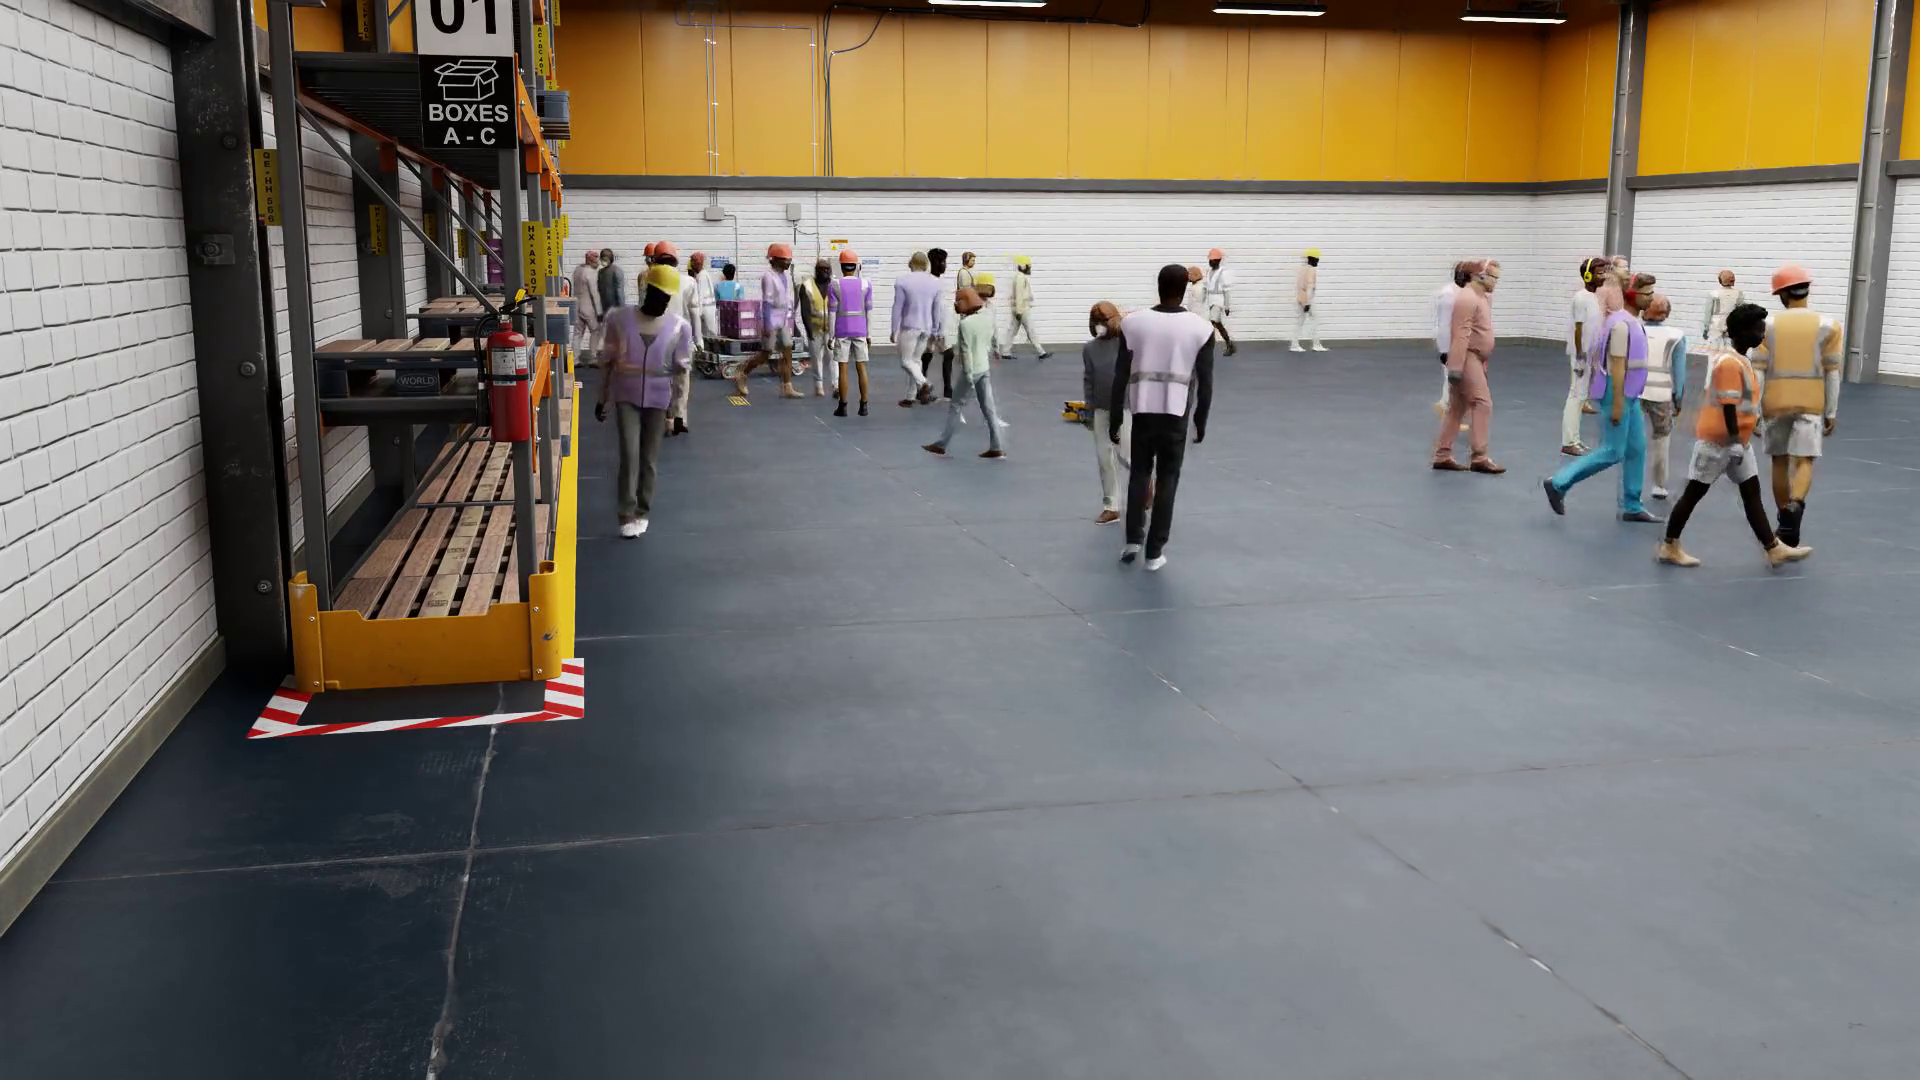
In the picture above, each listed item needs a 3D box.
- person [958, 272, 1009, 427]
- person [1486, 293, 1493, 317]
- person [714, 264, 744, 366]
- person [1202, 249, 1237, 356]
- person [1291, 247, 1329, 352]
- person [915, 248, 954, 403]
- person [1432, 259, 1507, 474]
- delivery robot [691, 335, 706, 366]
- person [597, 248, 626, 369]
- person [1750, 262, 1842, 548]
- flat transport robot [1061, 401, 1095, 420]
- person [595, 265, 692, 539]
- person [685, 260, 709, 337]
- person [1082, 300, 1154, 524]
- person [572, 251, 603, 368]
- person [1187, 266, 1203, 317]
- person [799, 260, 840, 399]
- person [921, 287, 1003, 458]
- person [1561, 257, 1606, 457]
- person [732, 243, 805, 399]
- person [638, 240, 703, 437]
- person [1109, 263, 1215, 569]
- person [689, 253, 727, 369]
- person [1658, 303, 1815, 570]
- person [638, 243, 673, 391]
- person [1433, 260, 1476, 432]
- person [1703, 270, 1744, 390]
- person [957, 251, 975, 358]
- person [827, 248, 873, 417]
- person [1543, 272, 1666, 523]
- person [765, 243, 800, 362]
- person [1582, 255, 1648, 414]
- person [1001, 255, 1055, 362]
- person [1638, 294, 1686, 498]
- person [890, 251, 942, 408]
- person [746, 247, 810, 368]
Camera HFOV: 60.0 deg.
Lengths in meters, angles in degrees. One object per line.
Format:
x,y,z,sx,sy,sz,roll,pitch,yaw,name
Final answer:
0.189,-2.111,18.394,0.914,1.697,0.497,8,13,39,person
6.543,-2.650,21.273,0.540,1.716,0.903,7,12,34,person
-3.697,-3.590,26.666,0.540,1.655,0.859,2,10,8,person
4.493,-4.117,28.953,0.971,1.899,0.549,-5,11,-25,person
6.422,-4.364,30.303,0.809,1.894,0.599,-1,10,-8,person
-0.223,-2.656,20.720,0.800,1.930,0.624,2,10,10,person
4.555,-1.516,14.598,0.782,1.864,0.683,4,11,20,person
-4.033,-2.948,25.901,0.477,0.478,0.707,6,12,29,delivery robot
-5.563,-3.626,26.204,0.706,1.897,0.676,-8,13,-39,person
5.499,-0.881,11.004,0.547,1.898,0.818,5,11,27,person
1.803,-1.412,18.433,0.652,0.197,1.431,-7,12,-32,flat transport robot
-2.160,-0.939,11.384,0.672,1.866,0.721,-2,10,-13,person
-4.168,-3.683,26.962,0.777,1.735,0.524,0,10,1,person
1.159,-0.931,12.041,0.547,1.608,0.537,8,13,39,person
-5.936,-3.655,26.436,0.453,1.871,0.699,-10,14,-44,person
3.643,-3.506,26.278,0.469,1.614,0.536,0,10,0,person
-1.763,-2.718,21.504,0.624,1.787,1.001,-2,10,-10,person
0.041,-1.555,15.563,0.825,1.597,0.520,5,11,25,person
5.922,-1.727,15.796,0.376,1.882,0.546,7,12,33,person
-2.464,-2.828,21.494,0.939,2.005,0.628,5,11,24,person
-3.008,-2.081,17.269,0.648,2.023,0.525,-3,11,-16,person
1.259,-0.769,10.376,0.623,1.890,0.516,3,11,14,person
-4.086,-3.604,26.280,1.056,1.821,0.610,-1,10,-4,person
4.790,-0.619,10.205,0.898,1.639,0.554,7,12,35,person
-4.087,-2.978,22.334,0.382,1.995,0.612,8,13,36,person
5.301,-2.059,17.717,0.642,1.823,0.444,-10,14,-44,person
10.360,-2.841,22.588,0.508,1.629,0.316,0,10,1,person
0.111,-4.014,28.506,0.344,1.840,0.505,-1,10,-4,person
-1.280,-2.394,19.257,0.542,1.938,0.358,-3,11,-18,person
4.696,-1.018,11.992,0.758,1.817,0.578,6,12,30,person
-2.839,-3.854,27.058,0.829,2.000,0.720,9,13,40,person
7.620,-2.371,19.346,0.672,1.852,0.977,-7,12,-34,person
1.109,-3.875,27.882,0.914,1.781,0.617,-1,10,-3,person
5.372,-1.105,12.989,0.539,1.610,0.664,6,12,29,person
-0.503,-2.529,20.110,0.682,1.899,0.659,-7,12,-34,person
-2.883,-3.676,26.381,1.064,1.917,0.627,0,10,-1,person
